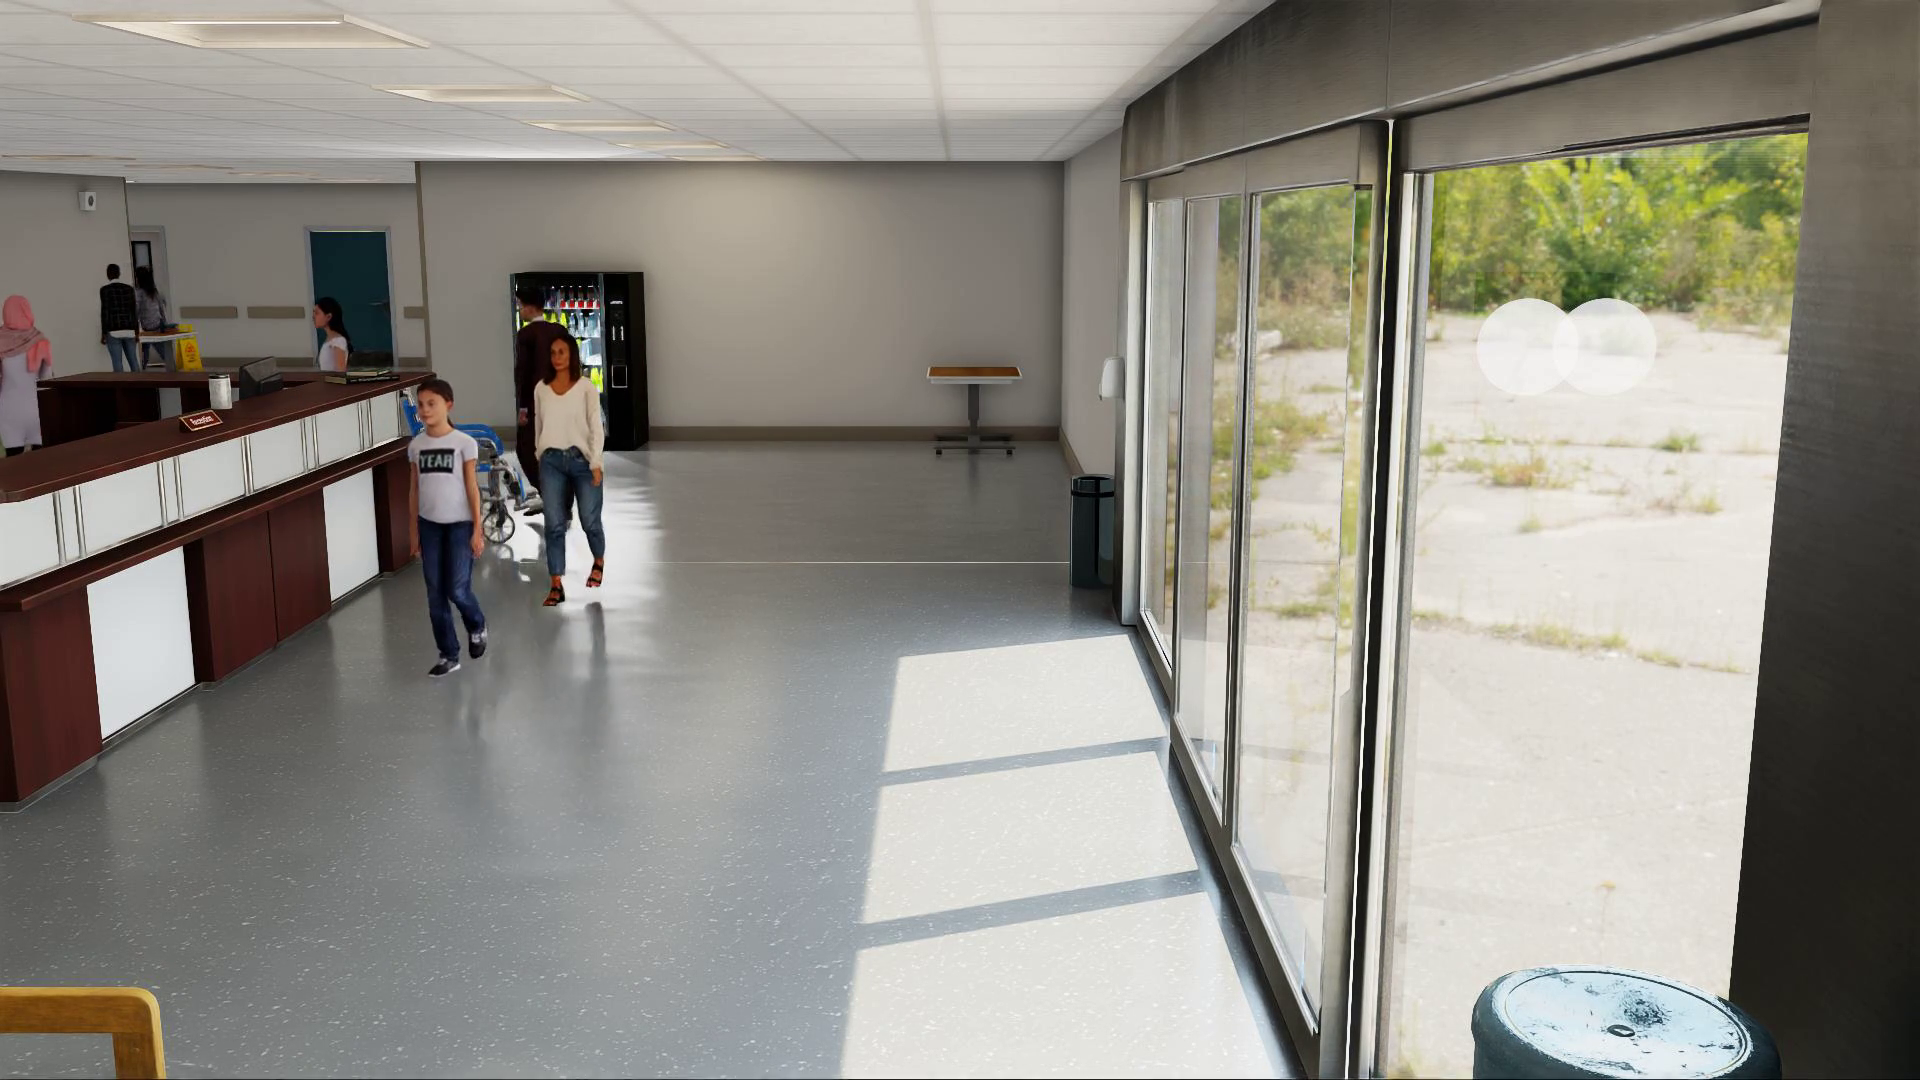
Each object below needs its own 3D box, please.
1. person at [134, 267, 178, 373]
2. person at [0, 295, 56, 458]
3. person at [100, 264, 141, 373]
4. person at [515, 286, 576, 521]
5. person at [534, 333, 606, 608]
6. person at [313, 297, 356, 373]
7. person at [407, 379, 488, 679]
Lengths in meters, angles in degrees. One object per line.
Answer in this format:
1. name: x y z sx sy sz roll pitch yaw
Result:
1. person: -11.757 -3.096 24.296 1.244 1.676 0.764 2 11 13
2. person: -7.143 -0.941 12.662 1.148 1.779 0.983 -4 12 -22
3. person: -11.212 -2.774 22.218 0.755 1.818 0.748 7 13 34
4. person: -3.223 -1.054 13.069 0.927 1.849 0.885 10 15 42
5. person: -2.395 -0.444 10.409 1.005 1.643 0.766 1 11 8
6. person: -4.817 -1.028 13.160 0.773 1.765 0.735 -4 11 -20
7. person: -2.655 -0.073 8.708 0.670 1.547 0.658 2 11 8
